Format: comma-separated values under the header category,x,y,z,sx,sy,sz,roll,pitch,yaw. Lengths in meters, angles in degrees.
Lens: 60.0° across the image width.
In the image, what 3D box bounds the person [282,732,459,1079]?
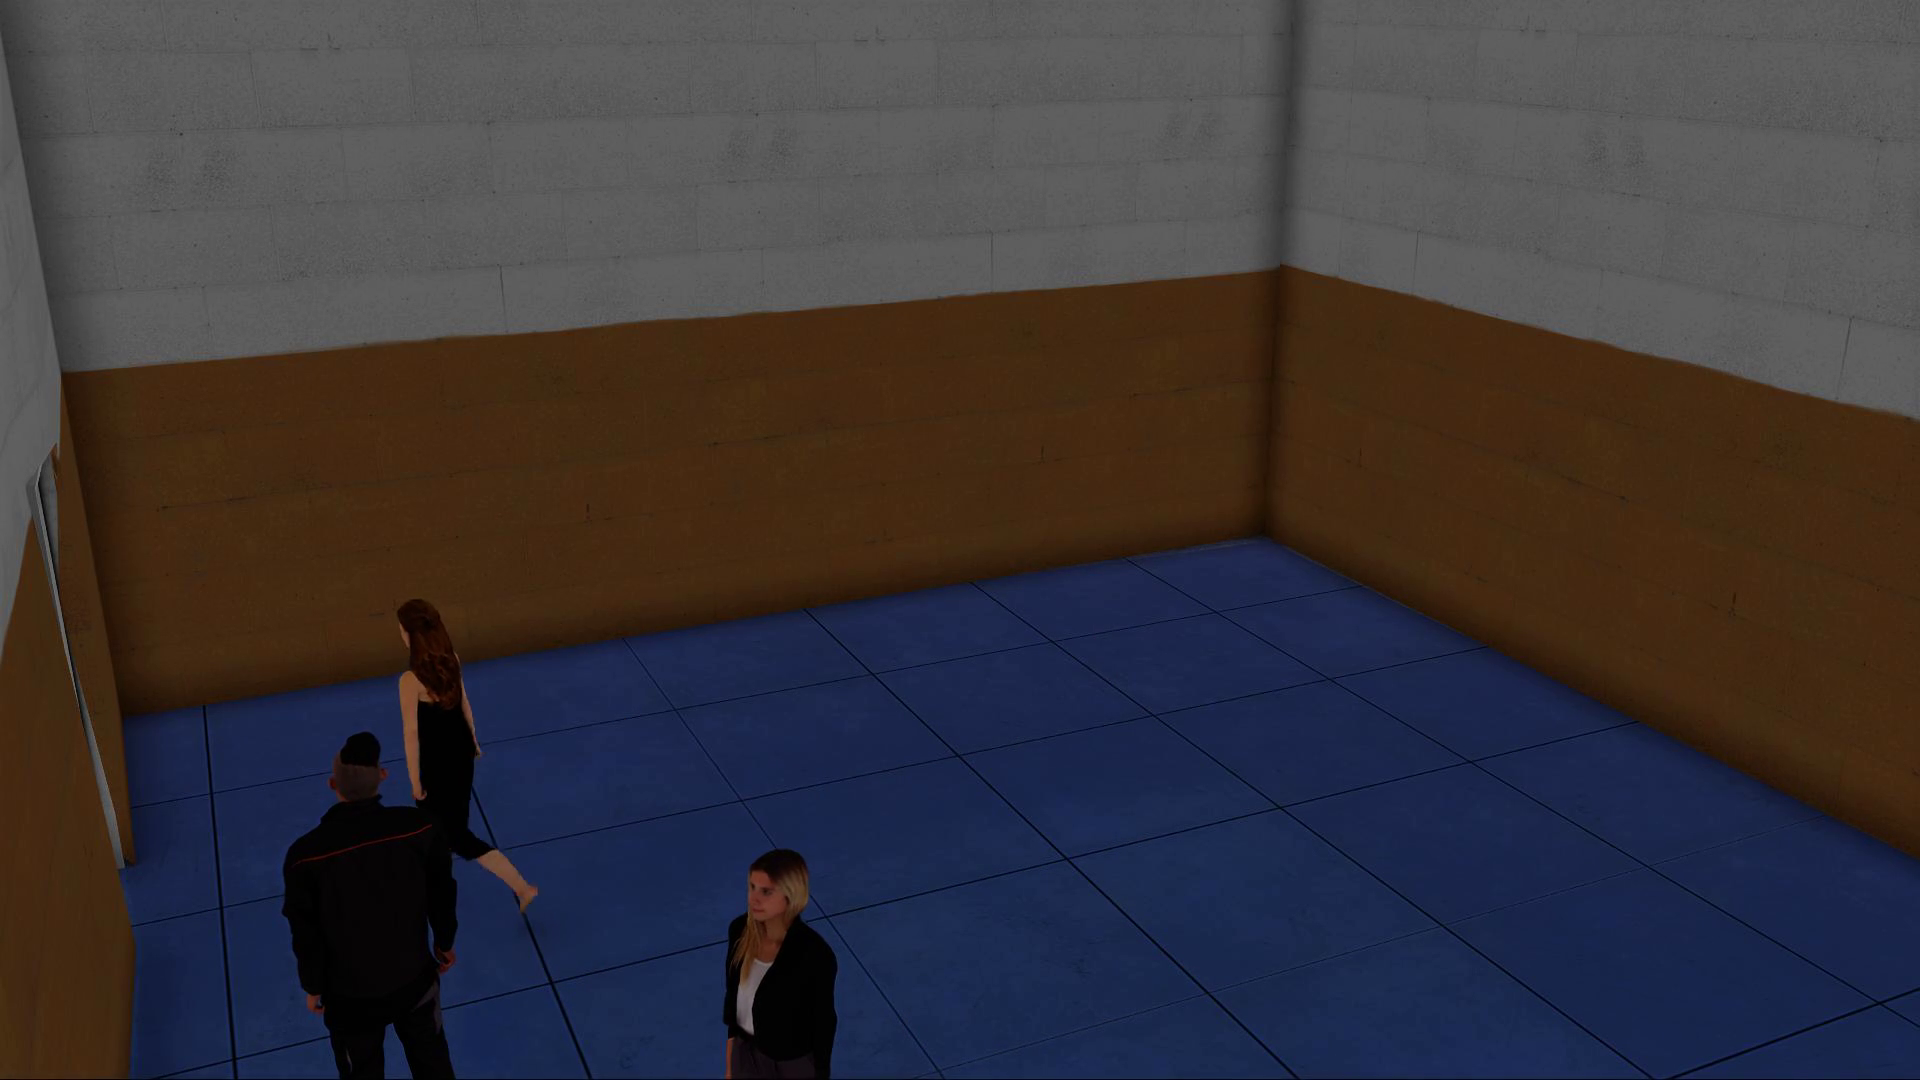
category,x,y,z,sx,sy,sz,roll,pitch,yaw
person,-2.110,1.524,6.051,0.626,1.861,0.867,-13,23,-34

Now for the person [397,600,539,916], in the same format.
category,x,y,z,sx,sy,sz,roll,pitch,yaw
person,-2.354,1.081,7.836,1.138,1.584,1.058,6,20,18

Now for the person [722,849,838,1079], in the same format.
category,x,y,z,sx,sy,sz,roll,pitch,yaw
person,-0.594,1.792,5.590,0.678,1.672,0.699,11,22,30
